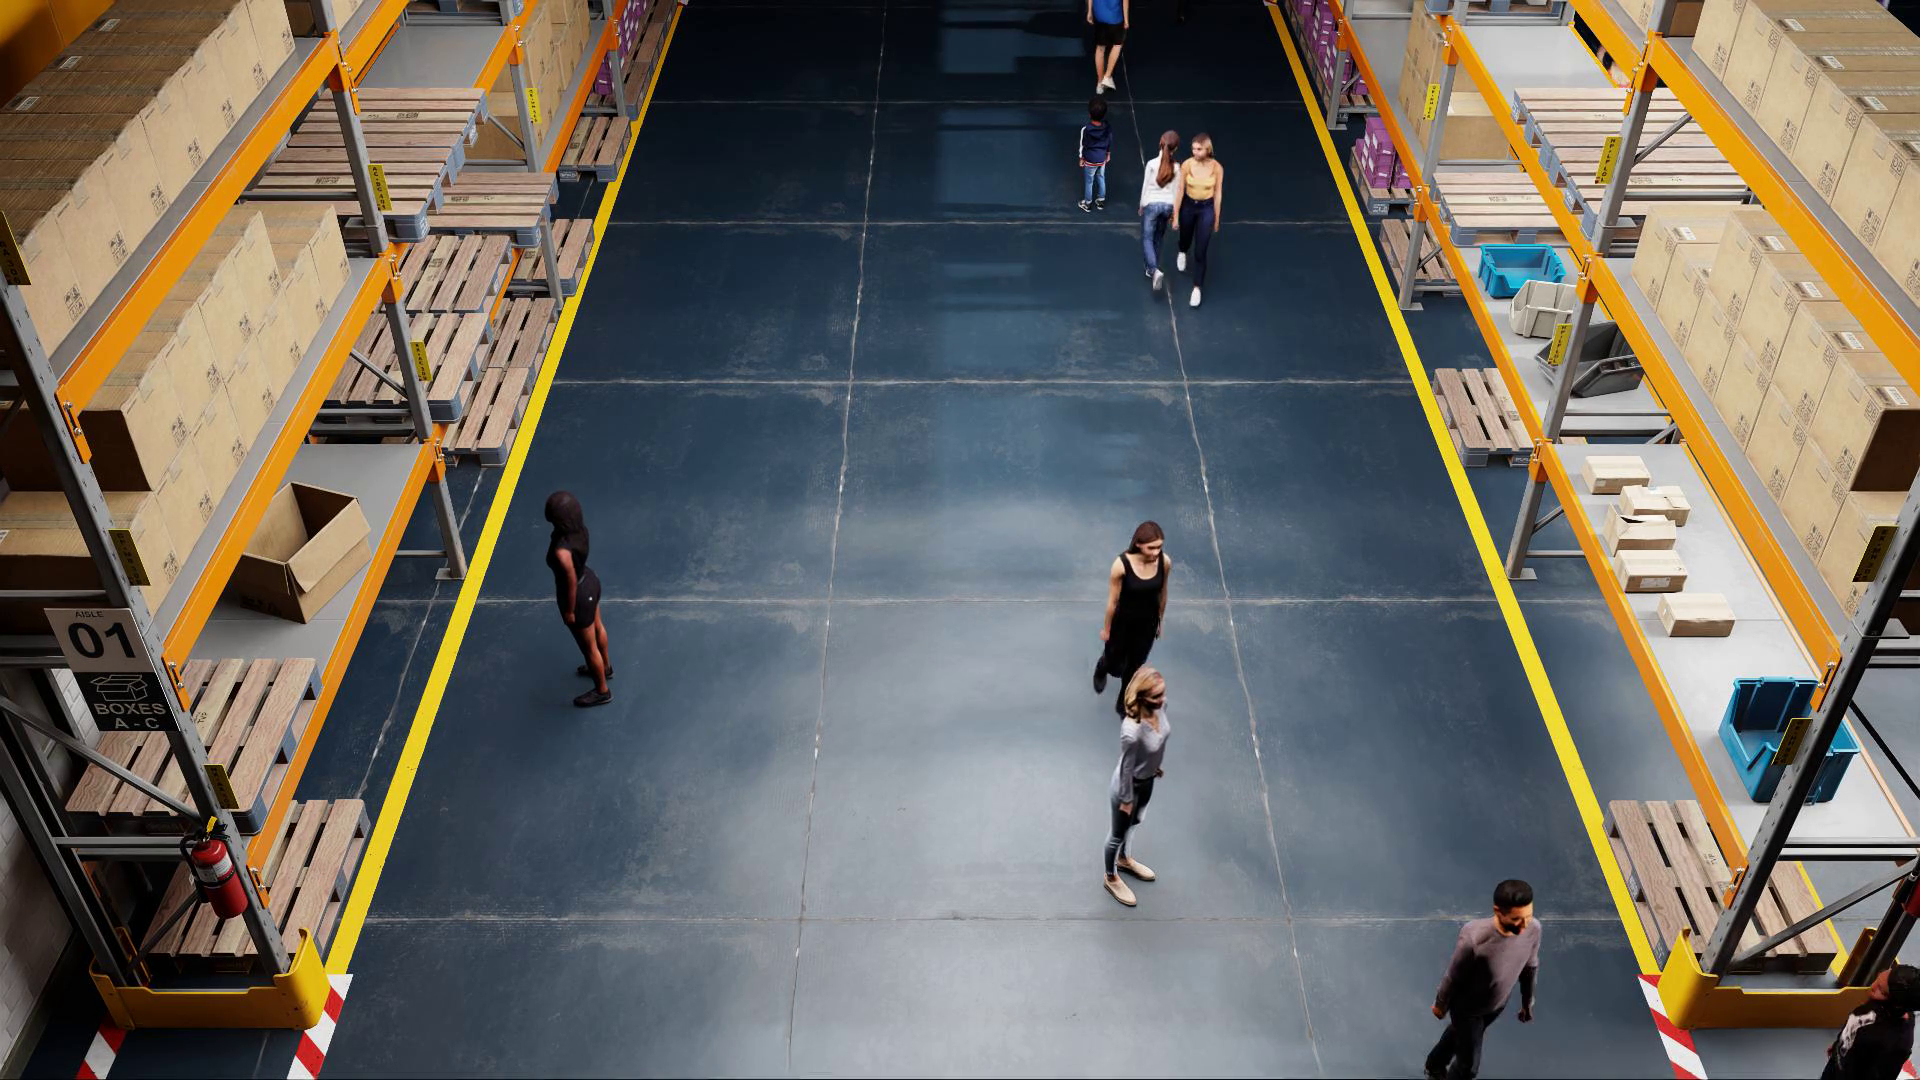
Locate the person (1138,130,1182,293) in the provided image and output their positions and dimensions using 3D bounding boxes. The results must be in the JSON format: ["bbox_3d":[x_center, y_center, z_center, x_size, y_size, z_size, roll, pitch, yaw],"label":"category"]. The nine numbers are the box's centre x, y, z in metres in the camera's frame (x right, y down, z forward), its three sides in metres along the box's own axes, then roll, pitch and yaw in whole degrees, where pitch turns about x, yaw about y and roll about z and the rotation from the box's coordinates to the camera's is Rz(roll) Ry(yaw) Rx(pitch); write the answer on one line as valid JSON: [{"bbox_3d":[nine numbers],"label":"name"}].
[{"bbox_3d":[1.887,-3.100,15.772,0.577,1.534,0.964,-4,39,-5],"label":"person"}]

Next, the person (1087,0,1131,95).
[{"bbox_3d":[1.687,-6.030,19.181,0.782,1.859,0.831,12,40,15],"label":"person"}]

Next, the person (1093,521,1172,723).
[{"bbox_3d":[1.129,0.505,11.147,0.732,1.672,0.841,-8,39,-10],"label":"person"}]

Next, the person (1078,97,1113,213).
[{"bbox_3d":[1.387,-3.963,17.104,0.573,1.221,0.573,-12,40,-15],"label":"person"}]

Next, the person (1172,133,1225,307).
[{"bbox_3d":[2.237,-3.104,15.734,0.766,1.589,1.133,10,40,12],"label":"person"}]

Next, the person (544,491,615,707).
[{"bbox_3d":[-2.578,0.383,11.246,0.657,1.740,0.449,-2,39,-2],"label":"person"}]

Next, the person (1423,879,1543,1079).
[{"bbox_3d":[2.690,2.344,8.775,0.846,1.758,0.790,-1,39,-2],"label":"person"}]

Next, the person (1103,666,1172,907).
[{"bbox_3d":[1.049,1.432,9.887,0.720,1.796,0.627,24,45,27],"label":"person"}]
